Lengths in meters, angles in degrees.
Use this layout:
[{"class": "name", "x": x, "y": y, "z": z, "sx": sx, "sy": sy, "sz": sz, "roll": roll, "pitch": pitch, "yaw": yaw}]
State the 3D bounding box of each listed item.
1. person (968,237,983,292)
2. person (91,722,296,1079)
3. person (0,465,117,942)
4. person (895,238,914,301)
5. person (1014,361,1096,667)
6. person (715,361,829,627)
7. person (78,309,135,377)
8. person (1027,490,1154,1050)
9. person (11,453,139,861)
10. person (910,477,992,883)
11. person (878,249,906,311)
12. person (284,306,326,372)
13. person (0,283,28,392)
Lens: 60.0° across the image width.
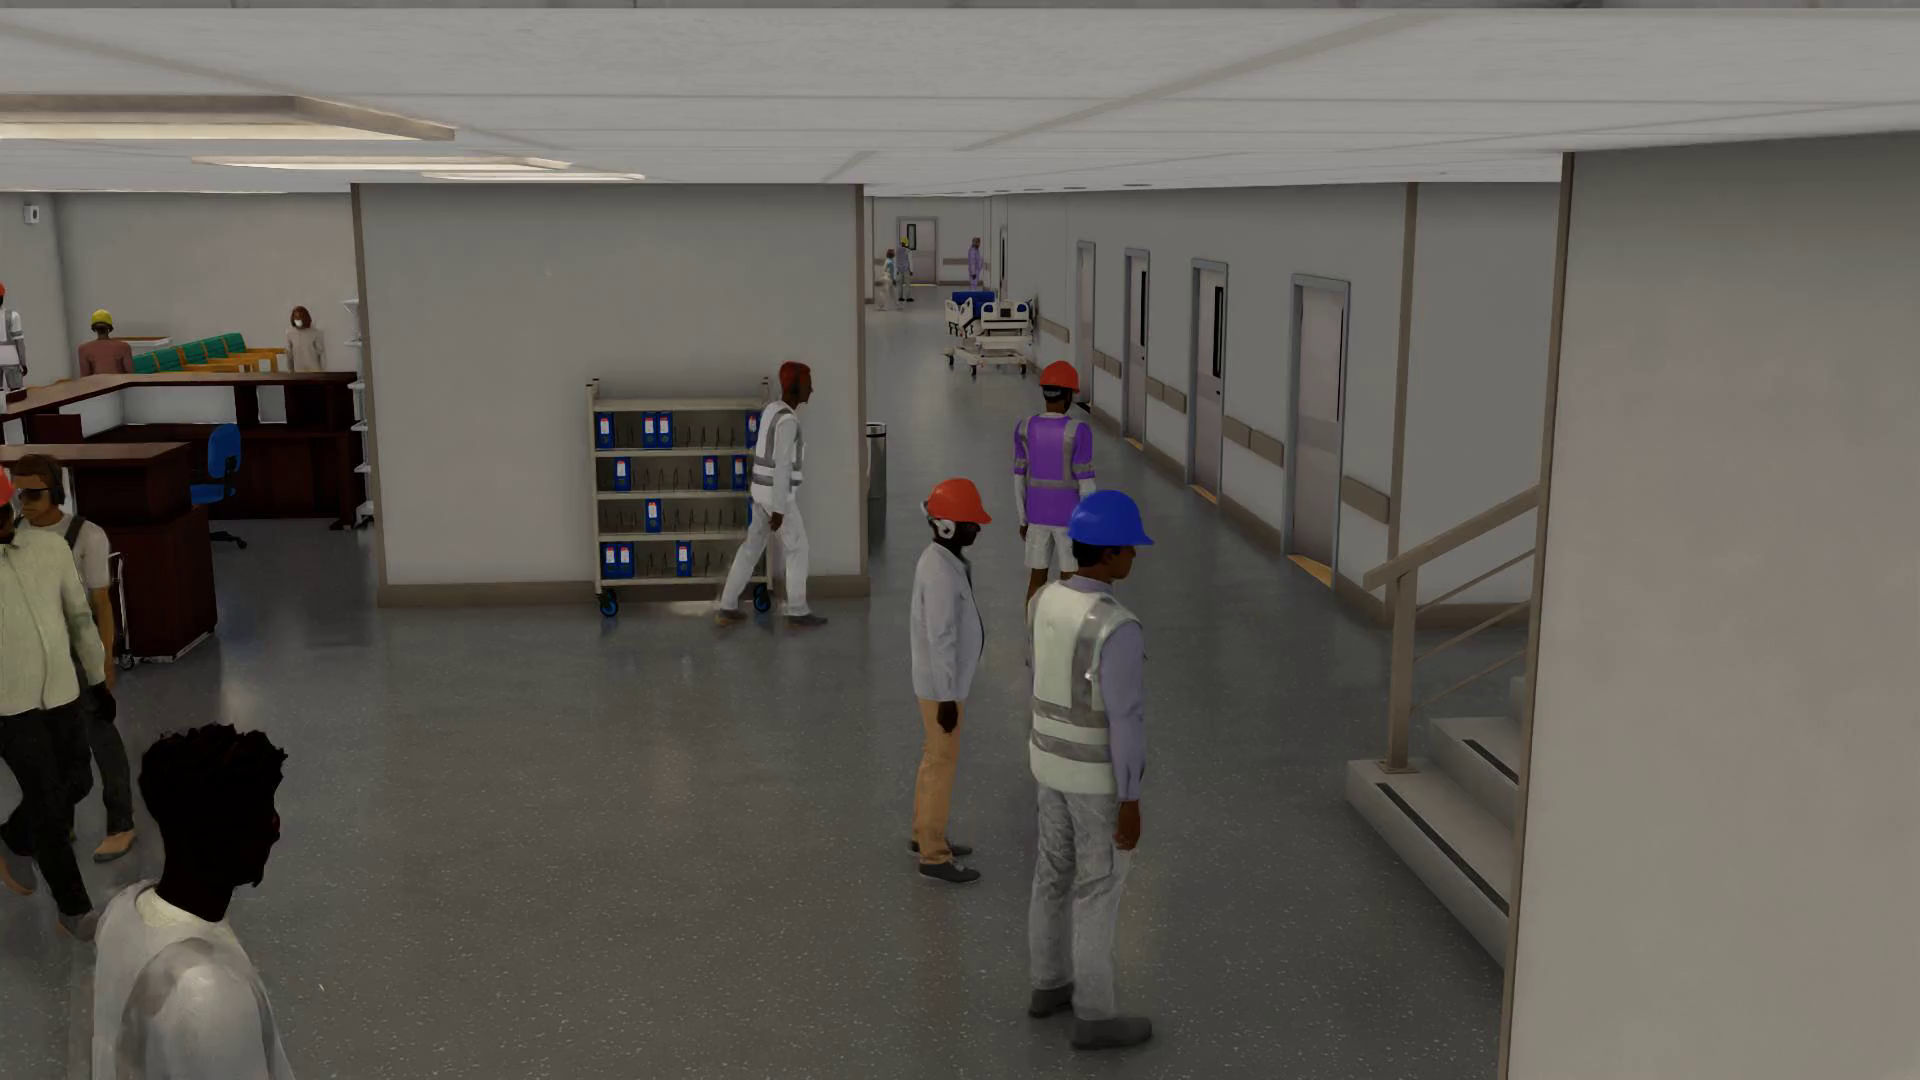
[{"class": "person", "x": 0.425, "y": -7.276, "z": 45.265, "sx": 0.401, "sy": 1.900, "sz": 0.646, "roll": 1, "pitch": 12, "yaw": 6}, {"class": "person", "x": -1.436, "y": 1.302, "z": 3.228, "sx": 0.426, "sy": 1.942, "sz": 0.598, "roll": -7, "pitch": 14, "yaw": -31}, {"class": "person", "x": -3.738, "y": 0.619, "z": 6.606, "sx": 0.787, "sy": 1.956, "sz": 0.633, "roll": 5, "pitch": 13, "yaw": 24}, {"class": "person", "x": -1.591, "y": -7.806, "z": 48.041, "sx": 0.587, "sy": 1.823, "sz": 0.403, "roll": 7, "pitch": 14, "yaw": 32}, {"class": "person", "x": 0.604, "y": -0.146, "z": 10.341, "sx": 0.543, "sy": 1.932, "sz": 0.370, "roll": 7, "pitch": 13, "yaw": 30}, {"class": "person", "x": -1.327, "y": -0.293, "z": 11.320, "sx": 0.792, "sy": 1.842, "sz": 0.600, "roll": -4, "pitch": 12, "yaw": -20}, {"class": "person", "x": -8.984, "y": -1.544, "z": 17.576, "sx": 0.523, "sy": 1.772, "sz": 0.307, "roll": -5, "pitch": 12, "yaw": -21}, {"class": "person", "x": 0.456, "y": 0.790, "z": 5.766, "sx": 0.422, "sy": 1.942, "sz": 0.629, "roll": -6, "pitch": 13, "yaw": -28}, {"class": "person", "x": -3.957, "y": 0.522, "z": 7.327, "sx": 0.502, "sy": 1.838, "sz": 0.345, "roll": 1, "pitch": 12, "yaw": 3}, {"class": "person", "x": -0.041, "y": 0.593, "z": 7.177, "sx": 0.344, "sy": 1.750, "sz": 0.573, "roll": 0, "pitch": 12, "yaw": 1}, {"class": "person", "x": -1.808, "y": -6.858, "z": 43.909, "sx": 0.810, "sy": 1.602, "sz": 0.547, "roll": -1, "pitch": 12, "yaw": -5}, {"class": "person", "x": -8.233, "y": -2.169, "z": 21.029, "sx": 0.510, "sy": 1.610, "sz": 0.544, "roll": 0, "pitch": 12, "yaw": -1}, {"class": "person", "x": -11.660, "y": -2.176, "z": 20.249, "sx": 0.542, "sy": 1.939, "sz": 0.365, "roll": -3, "pitch": 12, "yaw": -15}]
